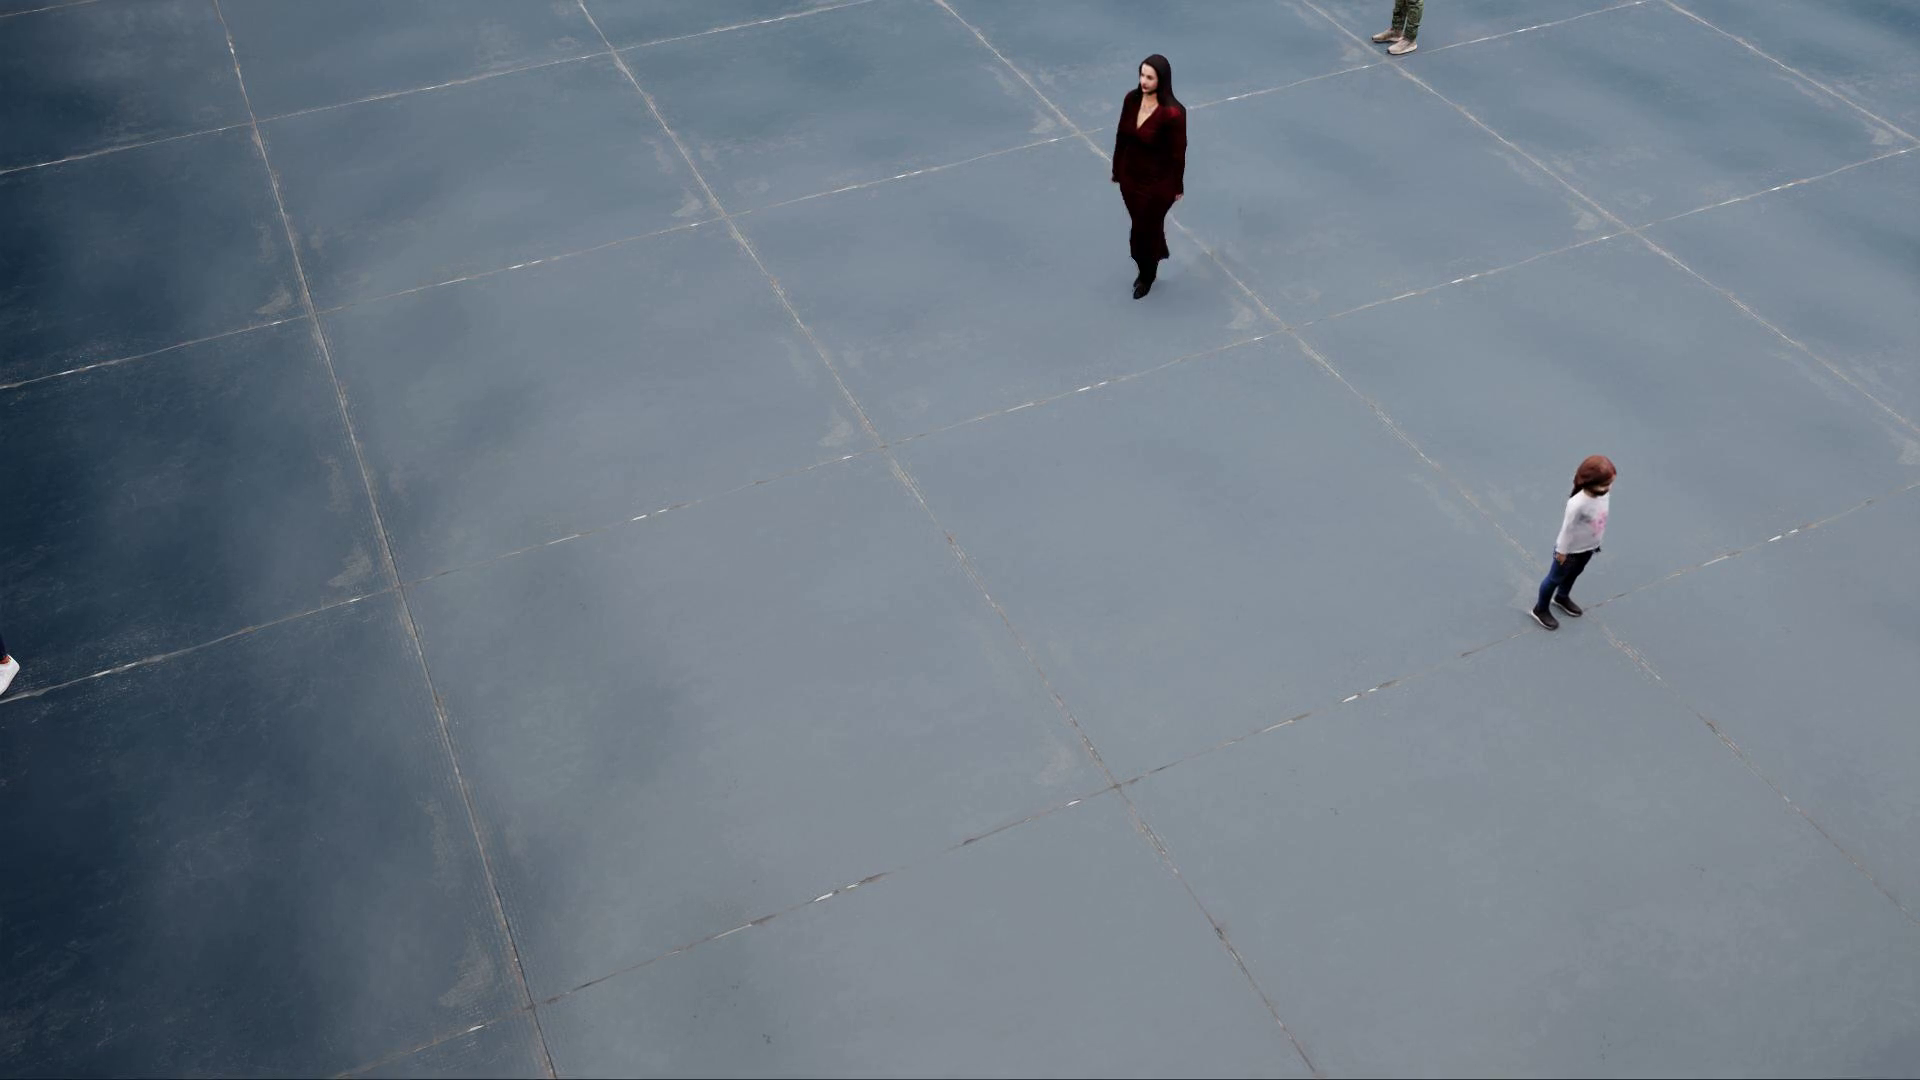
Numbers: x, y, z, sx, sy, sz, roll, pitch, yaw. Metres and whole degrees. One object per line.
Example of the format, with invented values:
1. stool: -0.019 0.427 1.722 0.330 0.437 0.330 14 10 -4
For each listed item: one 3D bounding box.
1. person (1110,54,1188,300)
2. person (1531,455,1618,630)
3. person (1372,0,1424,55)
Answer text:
1. person: 1.333 -2.459 11.165 0.841 1.746 0.771 -30 50 -29
2. person: 3.315 -0.011 8.941 0.475 1.112 0.503 -24 47 -24
3. person: 3.808 -4.915 13.938 0.661 1.653 0.495 -13 44 -14
